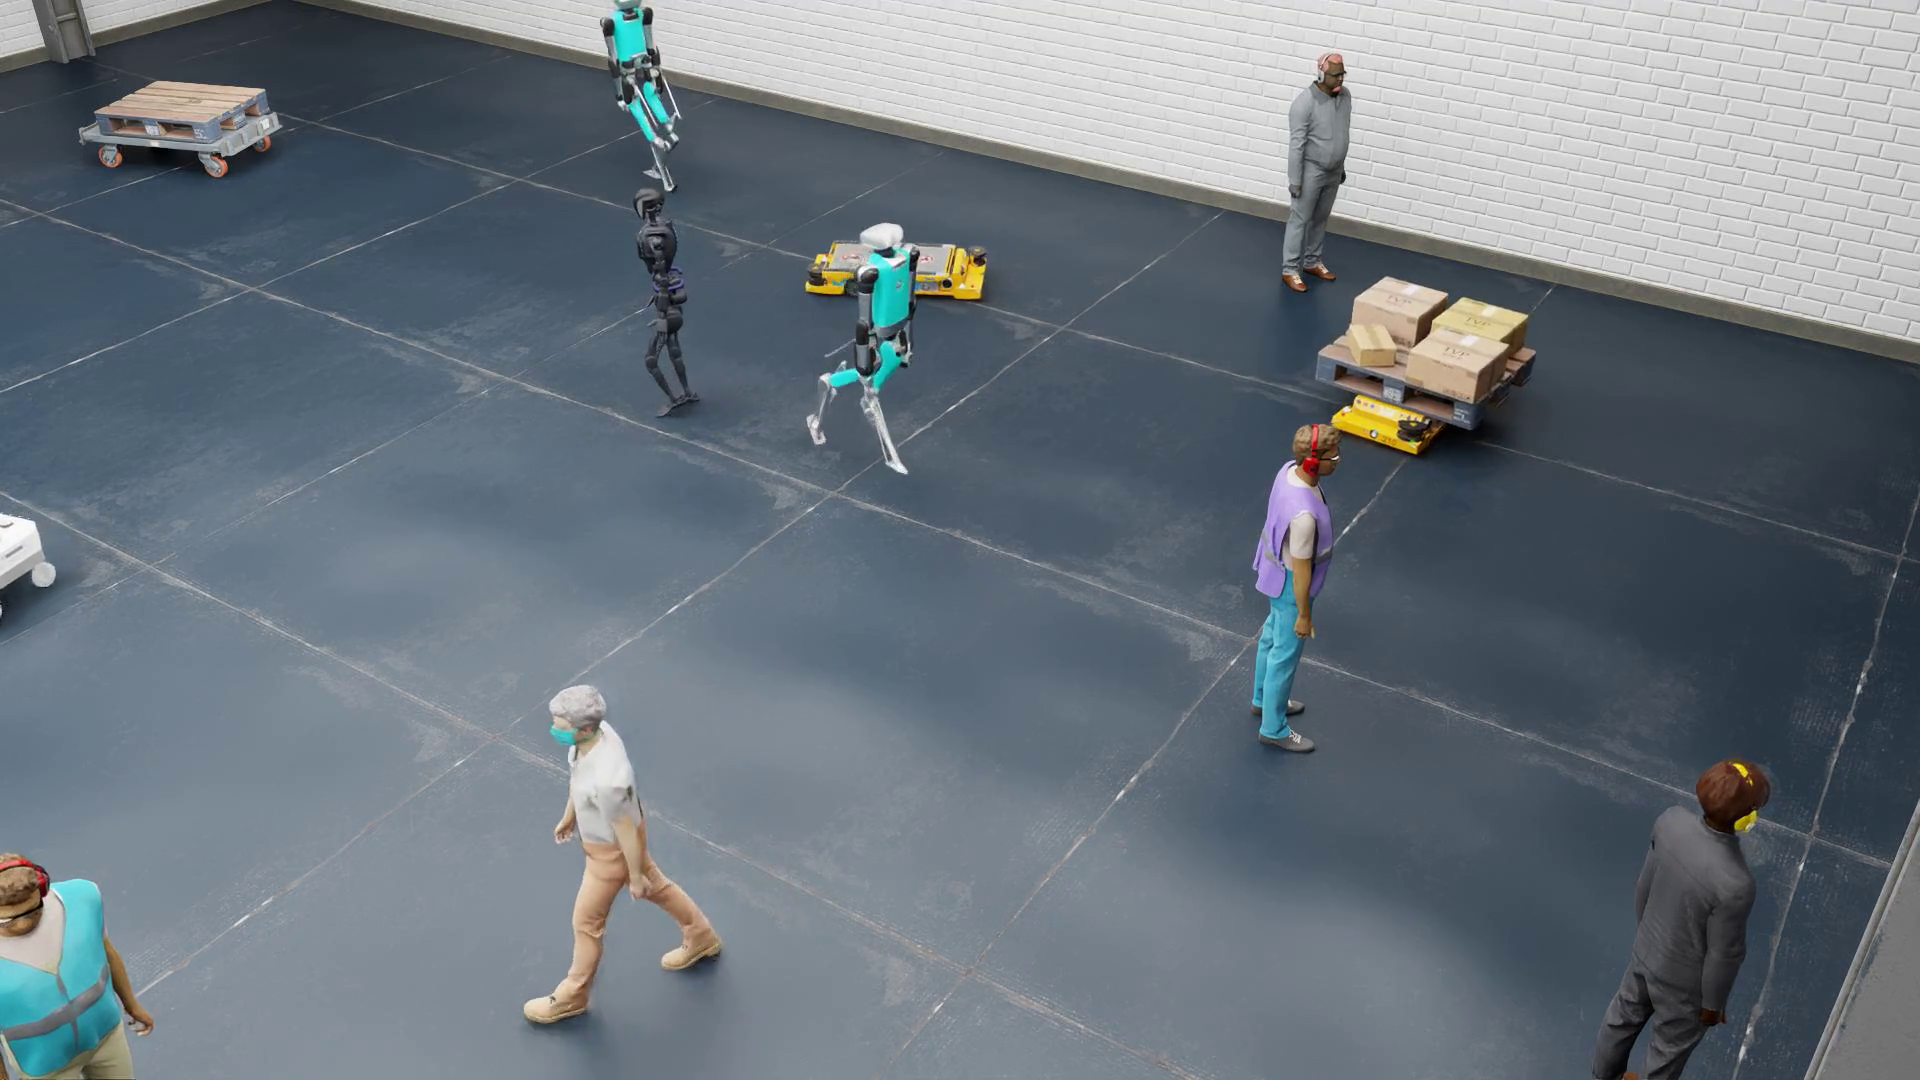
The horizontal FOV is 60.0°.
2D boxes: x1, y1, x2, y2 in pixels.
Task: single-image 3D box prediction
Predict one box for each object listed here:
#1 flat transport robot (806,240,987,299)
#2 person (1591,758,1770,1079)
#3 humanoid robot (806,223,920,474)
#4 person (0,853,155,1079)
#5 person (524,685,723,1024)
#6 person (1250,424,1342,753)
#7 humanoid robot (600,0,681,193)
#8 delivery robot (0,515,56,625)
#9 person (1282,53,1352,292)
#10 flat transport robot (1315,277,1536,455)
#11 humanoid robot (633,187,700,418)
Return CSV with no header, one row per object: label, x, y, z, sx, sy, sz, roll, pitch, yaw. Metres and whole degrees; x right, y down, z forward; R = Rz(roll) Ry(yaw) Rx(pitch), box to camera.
flat transport robot,-0.516,-2.222,13.714,1.431,0.231,0.659,3,33,4
person,2.730,1.589,6.300,0.357,1.876,0.493,-10,34,-15
humanoid robot,-0.726,-1.313,10.962,0.955,1.772,0.540,23,39,32
person,-3.205,1.814,5.983,0.394,1.836,0.563,18,37,26
person,-1.455,1.261,6.974,0.899,1.705,0.471,-10,34,-15
person,1.682,0.232,8.436,0.390,1.846,0.566,1,33,1
humanoid robot,-2.816,-4.042,15.286,0.558,1.884,0.778,-27,42,-35
delivery robot,-5.738,0.186,9.710,0.499,0.603,0.803,11,34,17
person,2.884,-2.952,13.337,0.650,1.906,0.413,-24,40,-32
flat transport robot,3.292,-1.050,11.891,0.659,0.231,1.431,24,40,32
humanoid robot,-2.054,-1.664,11.543,0.369,1.644,0.608,-7,33,-11
